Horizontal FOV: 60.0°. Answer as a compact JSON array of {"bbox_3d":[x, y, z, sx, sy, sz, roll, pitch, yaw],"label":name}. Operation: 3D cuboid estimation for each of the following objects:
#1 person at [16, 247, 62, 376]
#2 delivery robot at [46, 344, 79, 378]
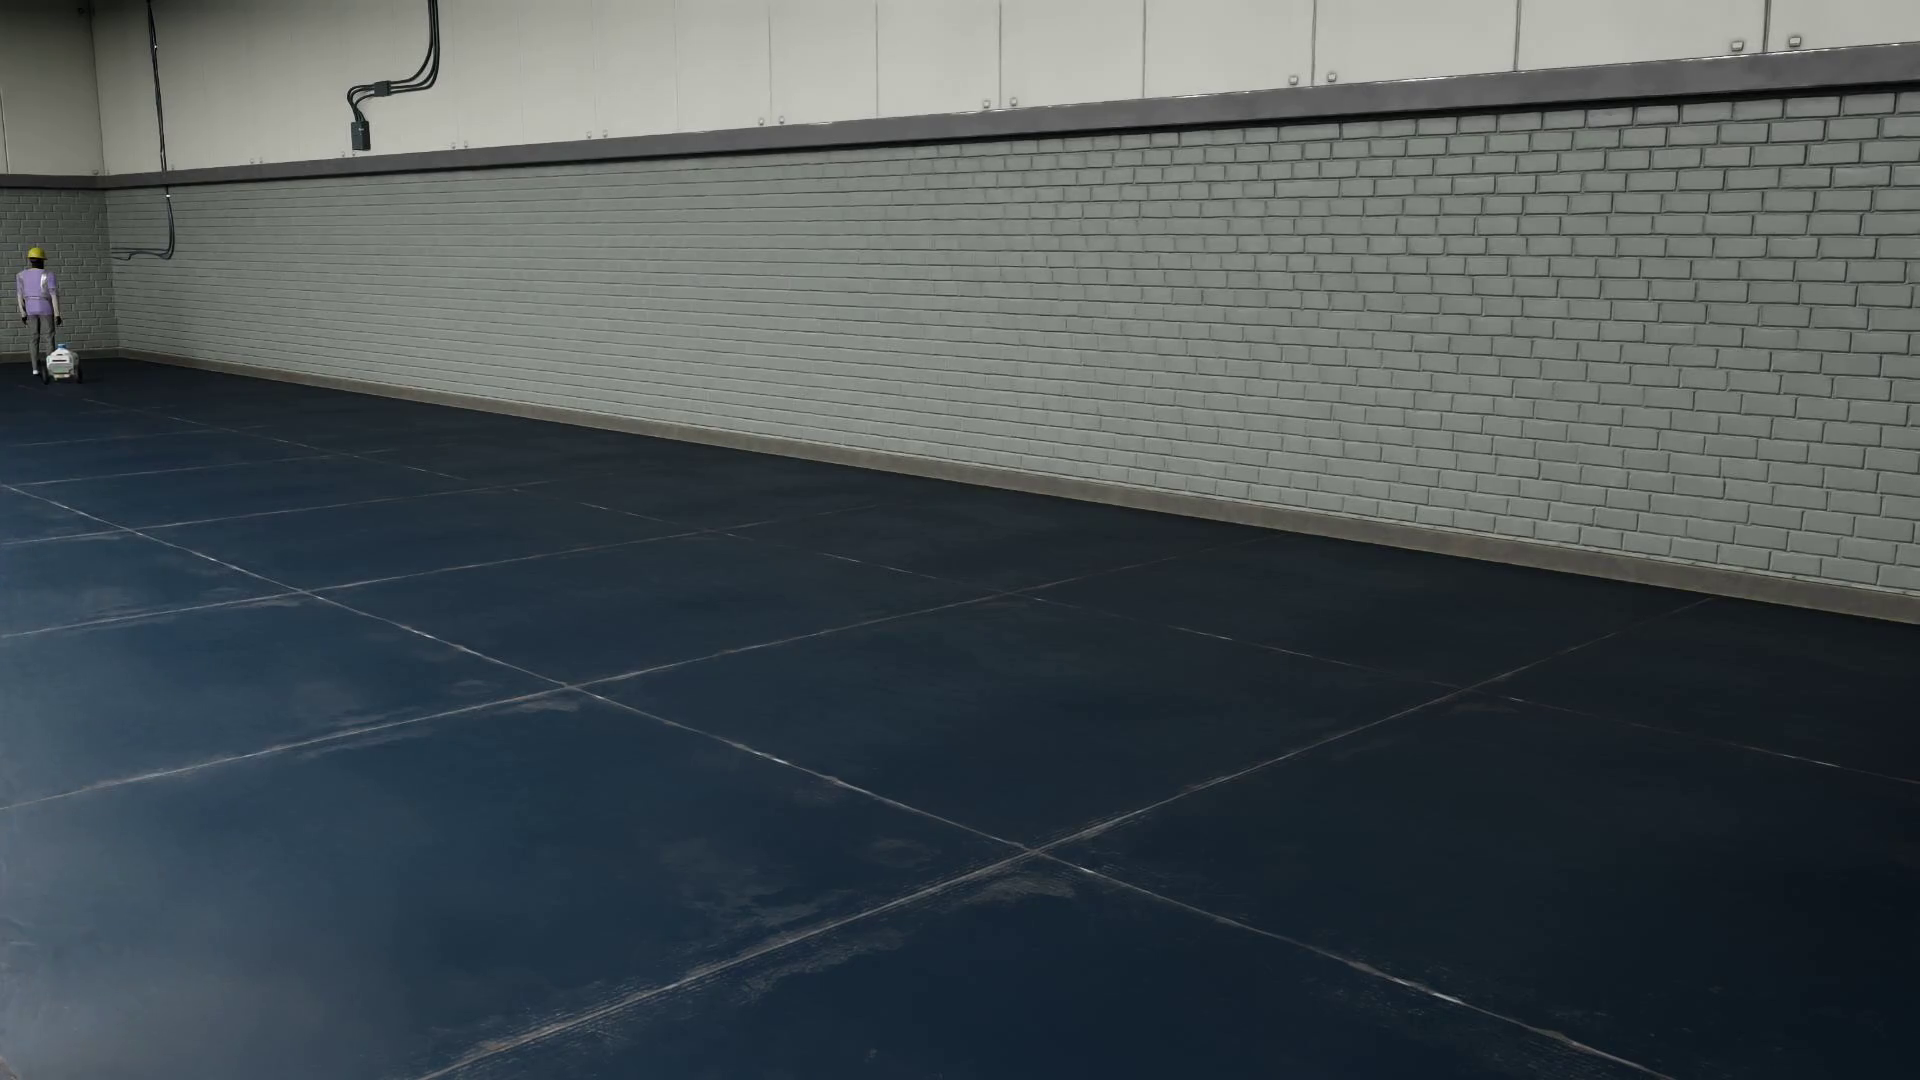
[{"bbox_3d":[-13.920,-3.456,25.189,0.593,1.922,0.383,0,10,-1],"label":"person"},{"bbox_3d":[-12.965,-2.583,24.028,0.477,0.478,0.707,-4,11,-21],"label":"delivery robot"}]
